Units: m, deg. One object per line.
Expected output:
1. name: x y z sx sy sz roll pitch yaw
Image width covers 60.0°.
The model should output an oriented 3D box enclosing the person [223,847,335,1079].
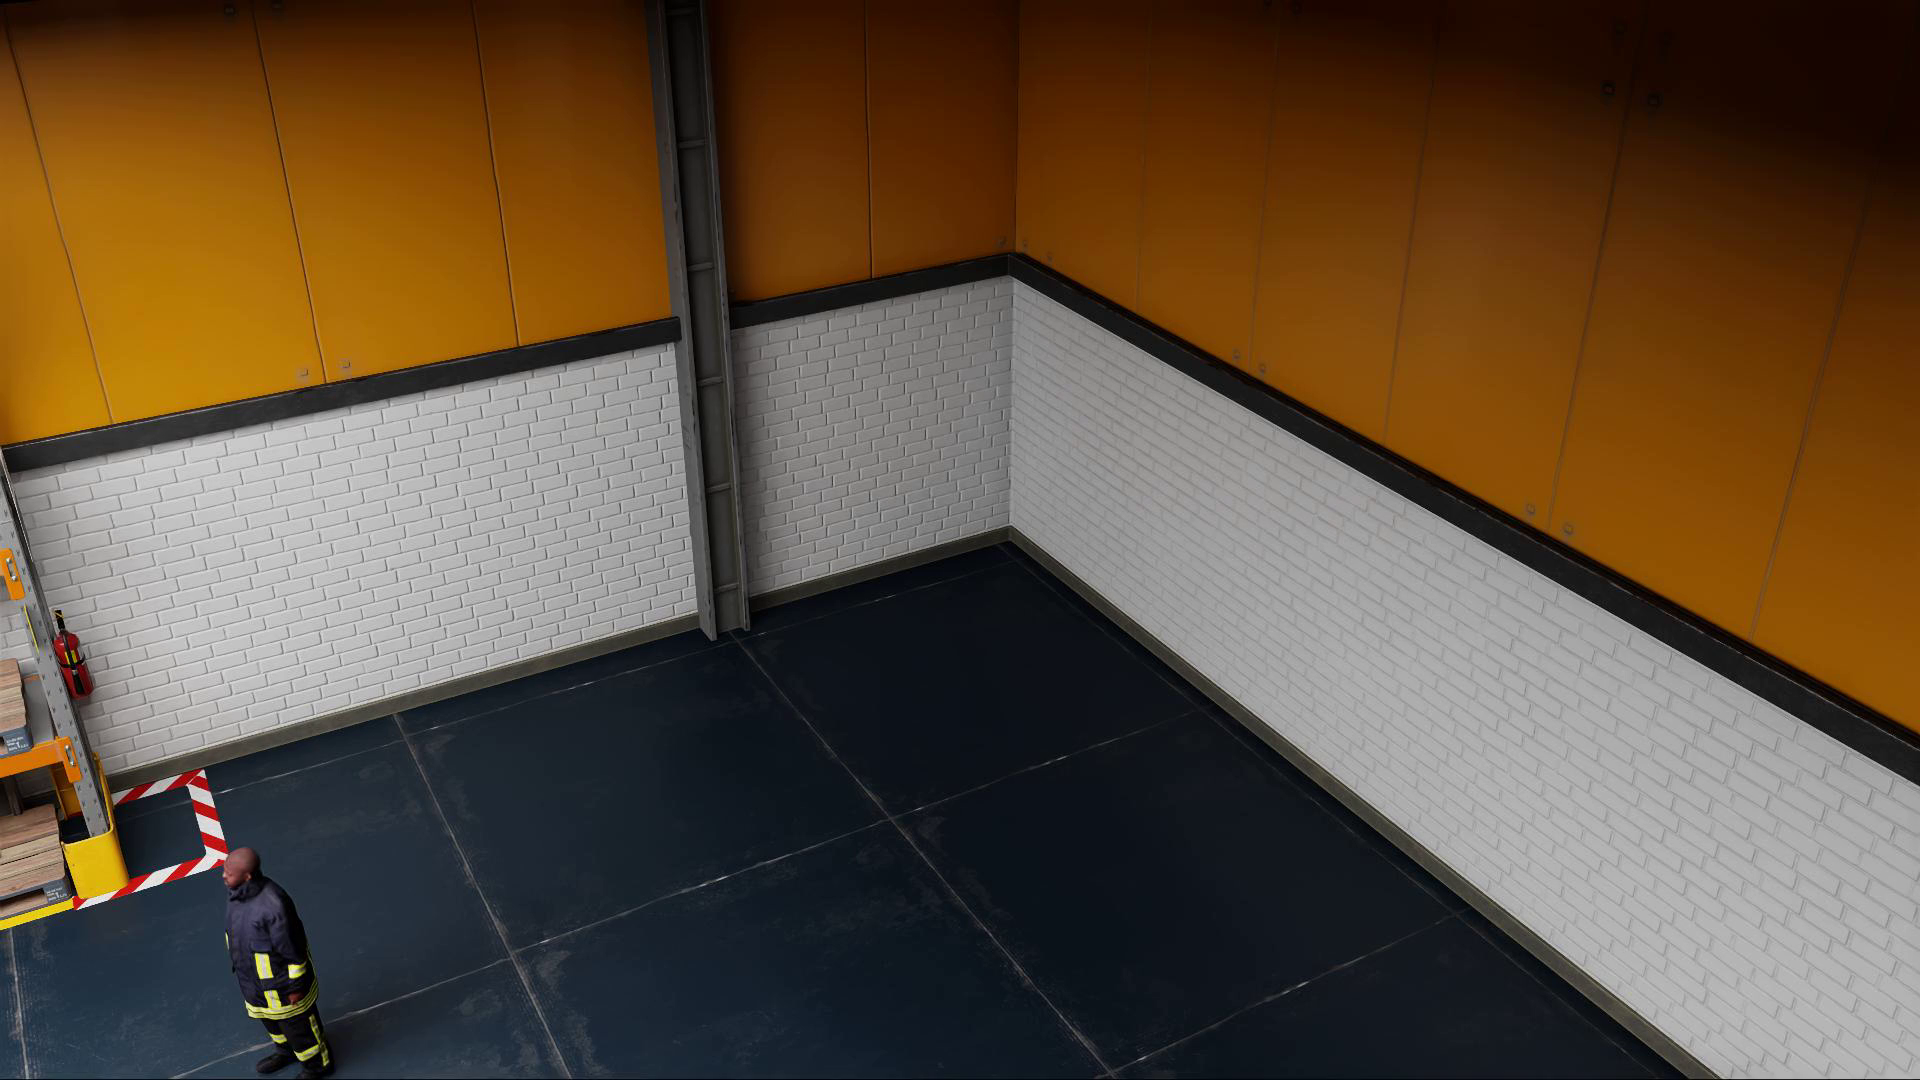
1. person: -4.218 2.594 10.218 0.848 1.821 0.831 19 34 31
